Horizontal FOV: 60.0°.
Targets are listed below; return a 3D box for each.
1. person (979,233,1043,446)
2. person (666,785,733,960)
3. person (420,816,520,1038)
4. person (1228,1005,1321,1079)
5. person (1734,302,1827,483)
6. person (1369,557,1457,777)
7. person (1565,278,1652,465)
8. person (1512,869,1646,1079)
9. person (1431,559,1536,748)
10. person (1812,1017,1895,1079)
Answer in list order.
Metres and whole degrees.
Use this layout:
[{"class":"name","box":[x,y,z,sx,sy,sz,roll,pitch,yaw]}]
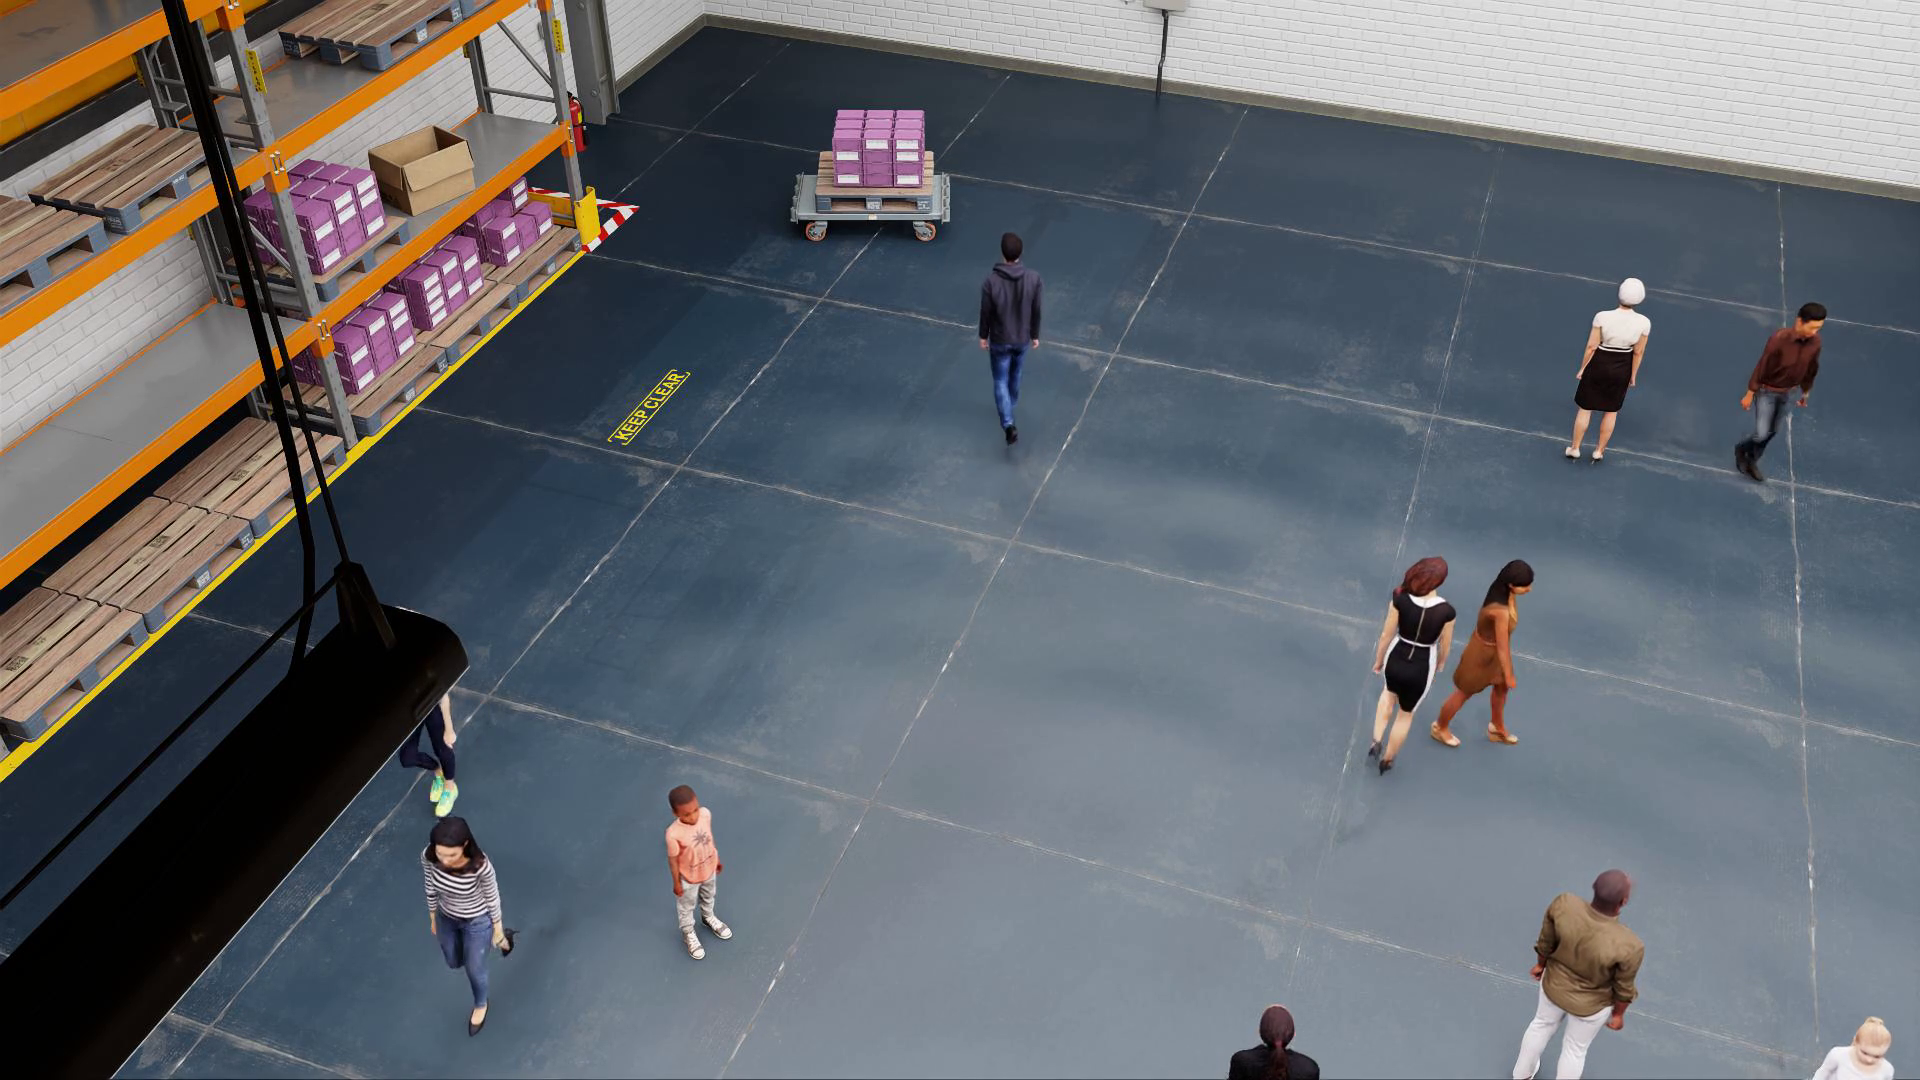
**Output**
[{"class":"person","box":[0.433,-1.671,14.062,1.033,1.868,1.229,-6,39,-8]},{"class":"person","box":[-1.596,1.950,9.974,0.515,1.310,0.619,-31,48,-33]},{"class":"person","box":[-2.727,2.104,9.419,0.668,1.763,0.836,11,40,14]},{"class":"person","box":[1.537,3.015,8.385,0.586,1.630,1.010,14,41,16]},{"class":"person","box":[6.619,-1.243,13.624,0.815,1.745,0.836,-7,39,-9]},{"class":"person","box":[2.918,0.909,10.899,0.622,1.782,0.639,16,41,19]},{"class":"person","box":[5.370,-1.379,13.786,0.643,1.756,0.554,9,39,11]},{"class":"person","box":[3.320,2.432,8.959,0.766,1.825,0.802,-30,47,-32]},{"class":"person","box":[3.442,0.769,11.172,0.659,1.660,0.757,17,42,20]},{"class":"person","box":[4.651,2.932,8.782,0.489,1.263,0.867,12,40,15]}]
